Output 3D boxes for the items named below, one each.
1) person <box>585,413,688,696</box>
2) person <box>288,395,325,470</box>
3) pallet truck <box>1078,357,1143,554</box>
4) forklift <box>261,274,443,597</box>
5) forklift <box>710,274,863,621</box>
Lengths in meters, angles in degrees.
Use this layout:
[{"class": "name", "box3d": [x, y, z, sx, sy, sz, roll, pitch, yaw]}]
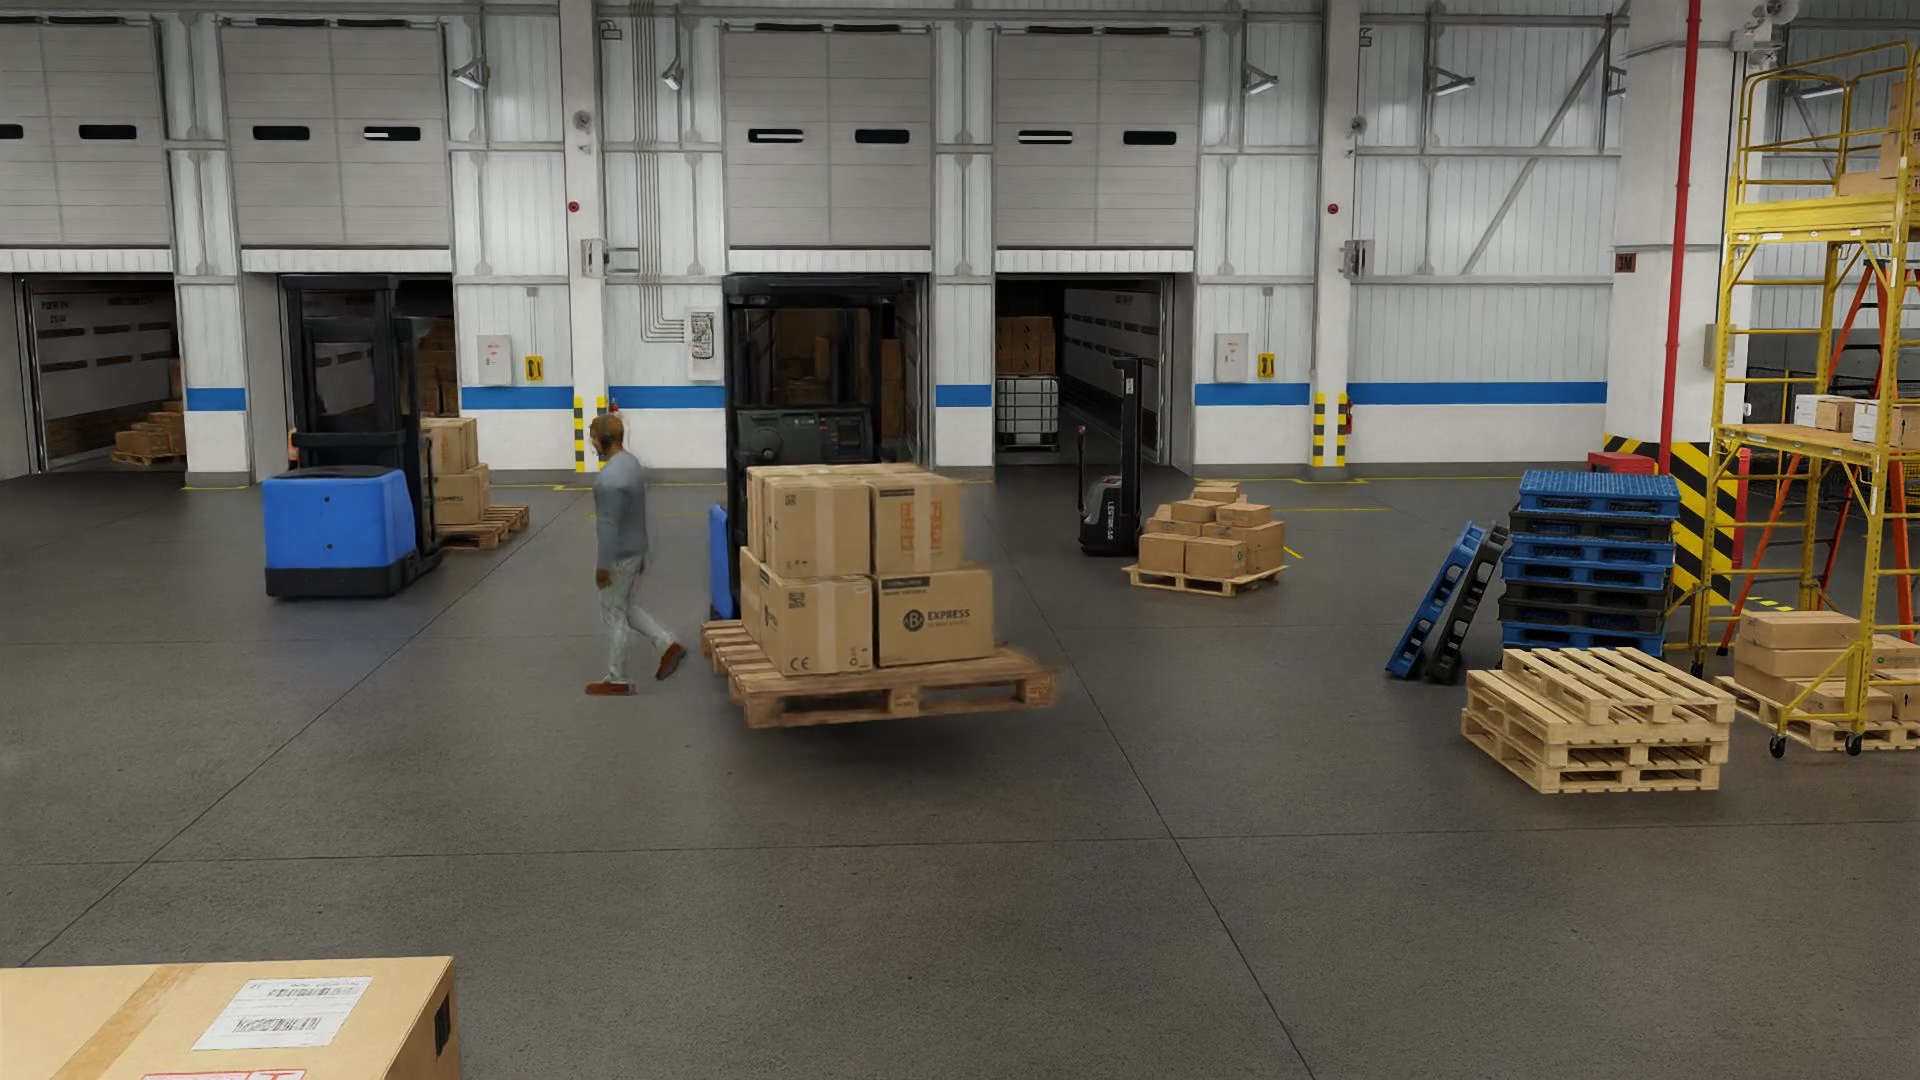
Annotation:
[{"class": "person", "box3d": [-2.208, 0.106, 11.101, 0.573, 1.918, 0.625, 0, 9, 2]}, {"class": "person", "box3d": [-6.096, -0.535, 15.798, 0.316, 1.700, 0.541, 9, 13, 43]}, {"class": "pallet truck", "box3d": [2.088, -0.836, 16.757, 1.885, 1.965, 0.823, 2, 9, 13]}, {"class": "forklift", "box3d": [-5.507, -0.992, 14.977, 1.129, 2.768, 1.873, -1, 9, -4]}, {"class": "forklift", "box3d": [-1.167, -0.500, 11.887, 1.129, 2.768, 1.873, -3, 9, -16]}]
